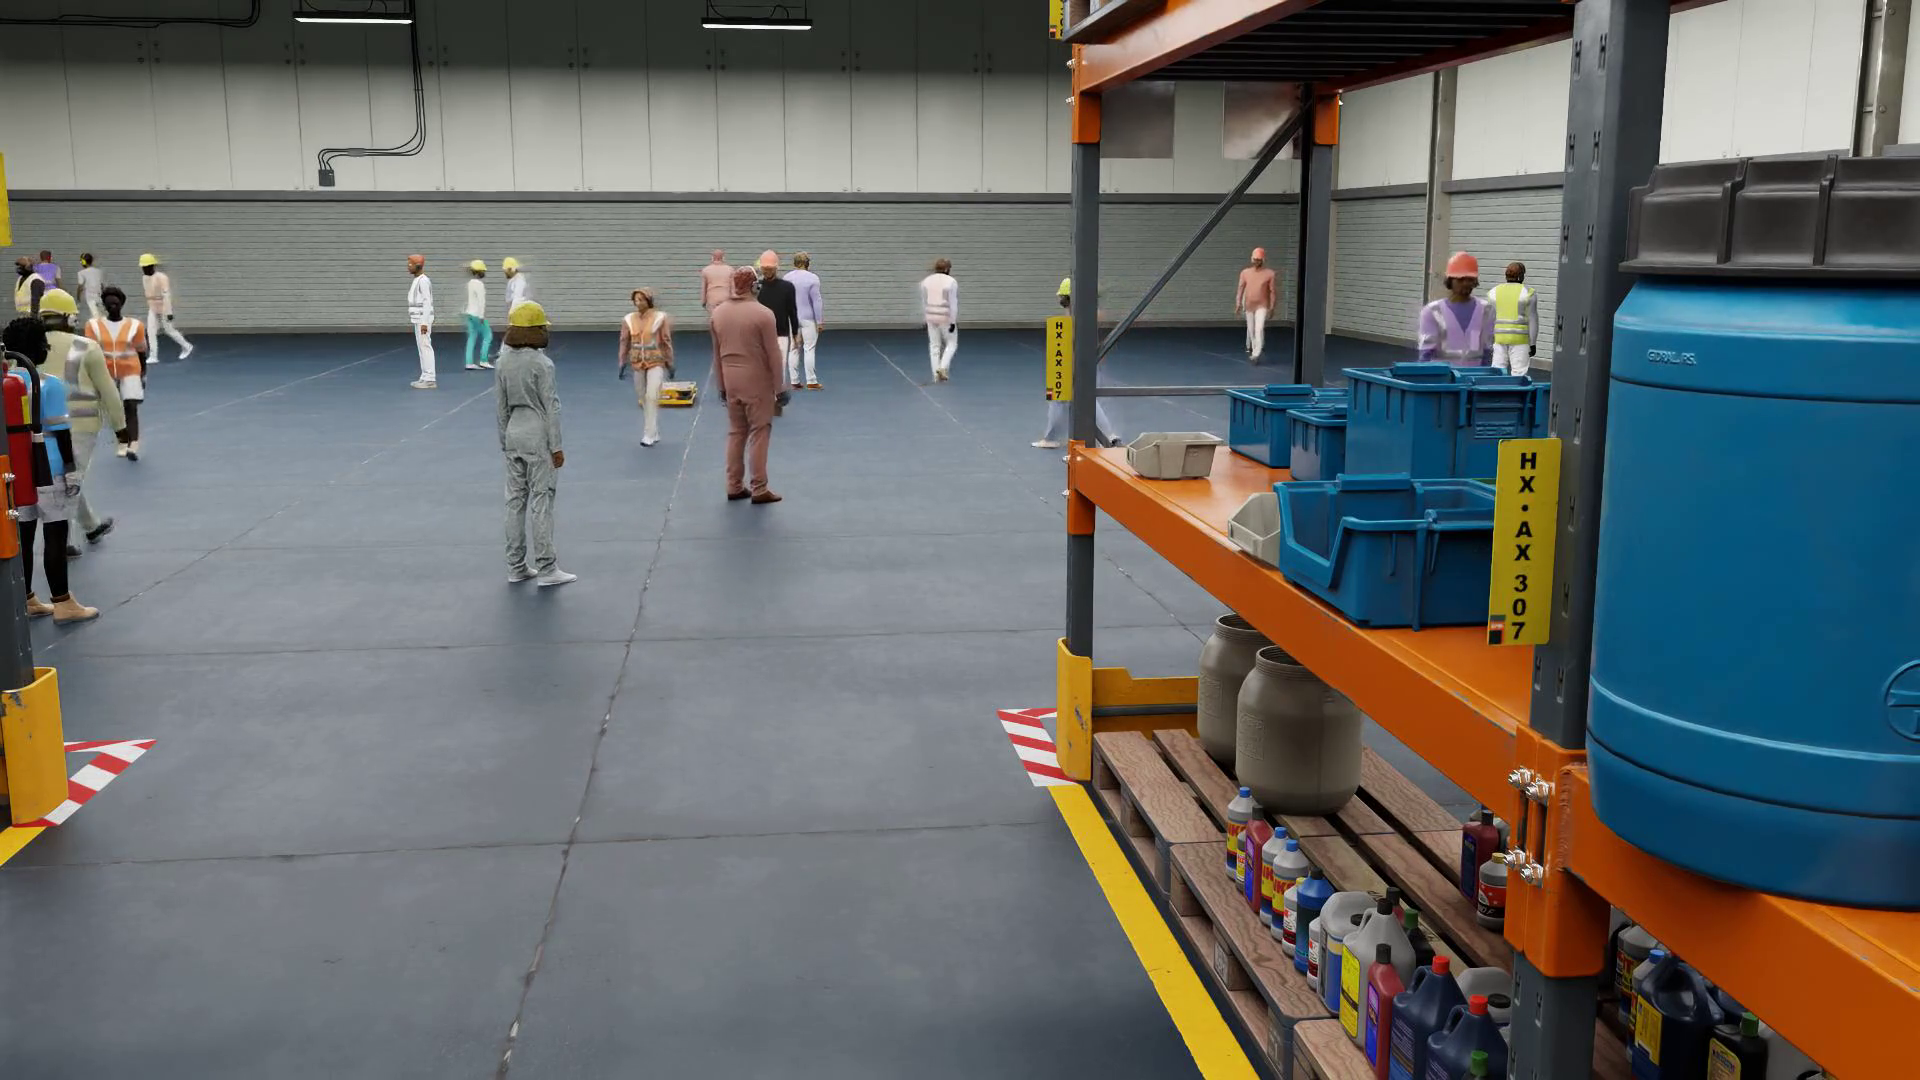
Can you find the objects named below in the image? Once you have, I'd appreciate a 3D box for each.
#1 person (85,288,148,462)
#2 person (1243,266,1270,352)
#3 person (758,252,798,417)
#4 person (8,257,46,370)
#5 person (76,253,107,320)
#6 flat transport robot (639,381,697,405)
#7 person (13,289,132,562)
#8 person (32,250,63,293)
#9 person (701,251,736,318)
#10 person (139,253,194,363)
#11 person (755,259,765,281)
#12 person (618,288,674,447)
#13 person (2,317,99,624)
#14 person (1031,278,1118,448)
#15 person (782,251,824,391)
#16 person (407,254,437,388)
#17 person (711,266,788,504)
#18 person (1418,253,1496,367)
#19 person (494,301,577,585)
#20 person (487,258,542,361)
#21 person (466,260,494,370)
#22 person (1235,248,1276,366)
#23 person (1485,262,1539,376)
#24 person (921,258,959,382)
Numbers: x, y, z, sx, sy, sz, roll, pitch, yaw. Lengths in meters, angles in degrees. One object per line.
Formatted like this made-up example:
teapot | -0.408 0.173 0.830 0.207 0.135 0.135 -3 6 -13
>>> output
person | -8.049 -1.578 15.885 0.538 1.647 0.885 -3 11 -18
person | 5.496 -4.299 30.853 0.507 1.633 0.276 2 11 13
person | -2.265 -2.435 19.777 0.657 1.938 1.019 0 10 -1
person | -14.322 -3.400 25.427 0.661 1.811 0.833 7 13 35
person | -16.755 -4.609 32.073 0.994 1.813 0.538 4 11 21
flat transport robot | -3.756 -1.901 21.450 0.652 0.197 1.431 -1 10 -6
person | -5.933 -0.783 11.169 0.606 1.776 0.941 1 10 5
person | -19.330 -5.206 35.256 0.564 1.841 0.389 -3 11 -13
person | -4.606 -4.576 31.753 0.674 1.851 0.980 -2 10 -9
person | -13.595 -3.962 28.422 0.601 1.867 0.927 4 11 22
person | -3.333 -3.875 28.190 0.389 1.752 0.540 8 13 38
person | -3.222 -1.737 16.880 0.552 1.602 0.803 2 11 13
person | -5.086 -0.377 9.183 0.541 1.696 0.316 4 11 19
person | 1.177 -1.752 16.639 0.885 1.726 0.524 8 13 37
person | -2.182 -3.044 23.138 0.631 1.940 0.372 5 12 28
person | -7.627 -3.091 23.542 0.340 1.883 0.586 -5 12 -27
person | -1.680 -1.236 13.334 0.644 1.902 0.410 7 13 35
person | 3.812 -1.170 12.691 0.629 1.995 0.997 0 10 -2
person | -2.629 -0.587 10.232 0.496 1.749 0.326 6 12 30
person | -7.472 -3.840 27.960 0.946 1.768 0.613 -6 12 -30
person | -7.687 -3.597 26.652 0.586 1.746 0.566 -7 12 -34
person | 4.922 -3.880 27.735 0.617 1.941 1.039 5 12 27
person | 6.398 -2.290 19.276 0.627 1.844 0.429 9 13 40
person | -0.280 -3.215 24.392 0.619 1.822 0.439 6 12 29
